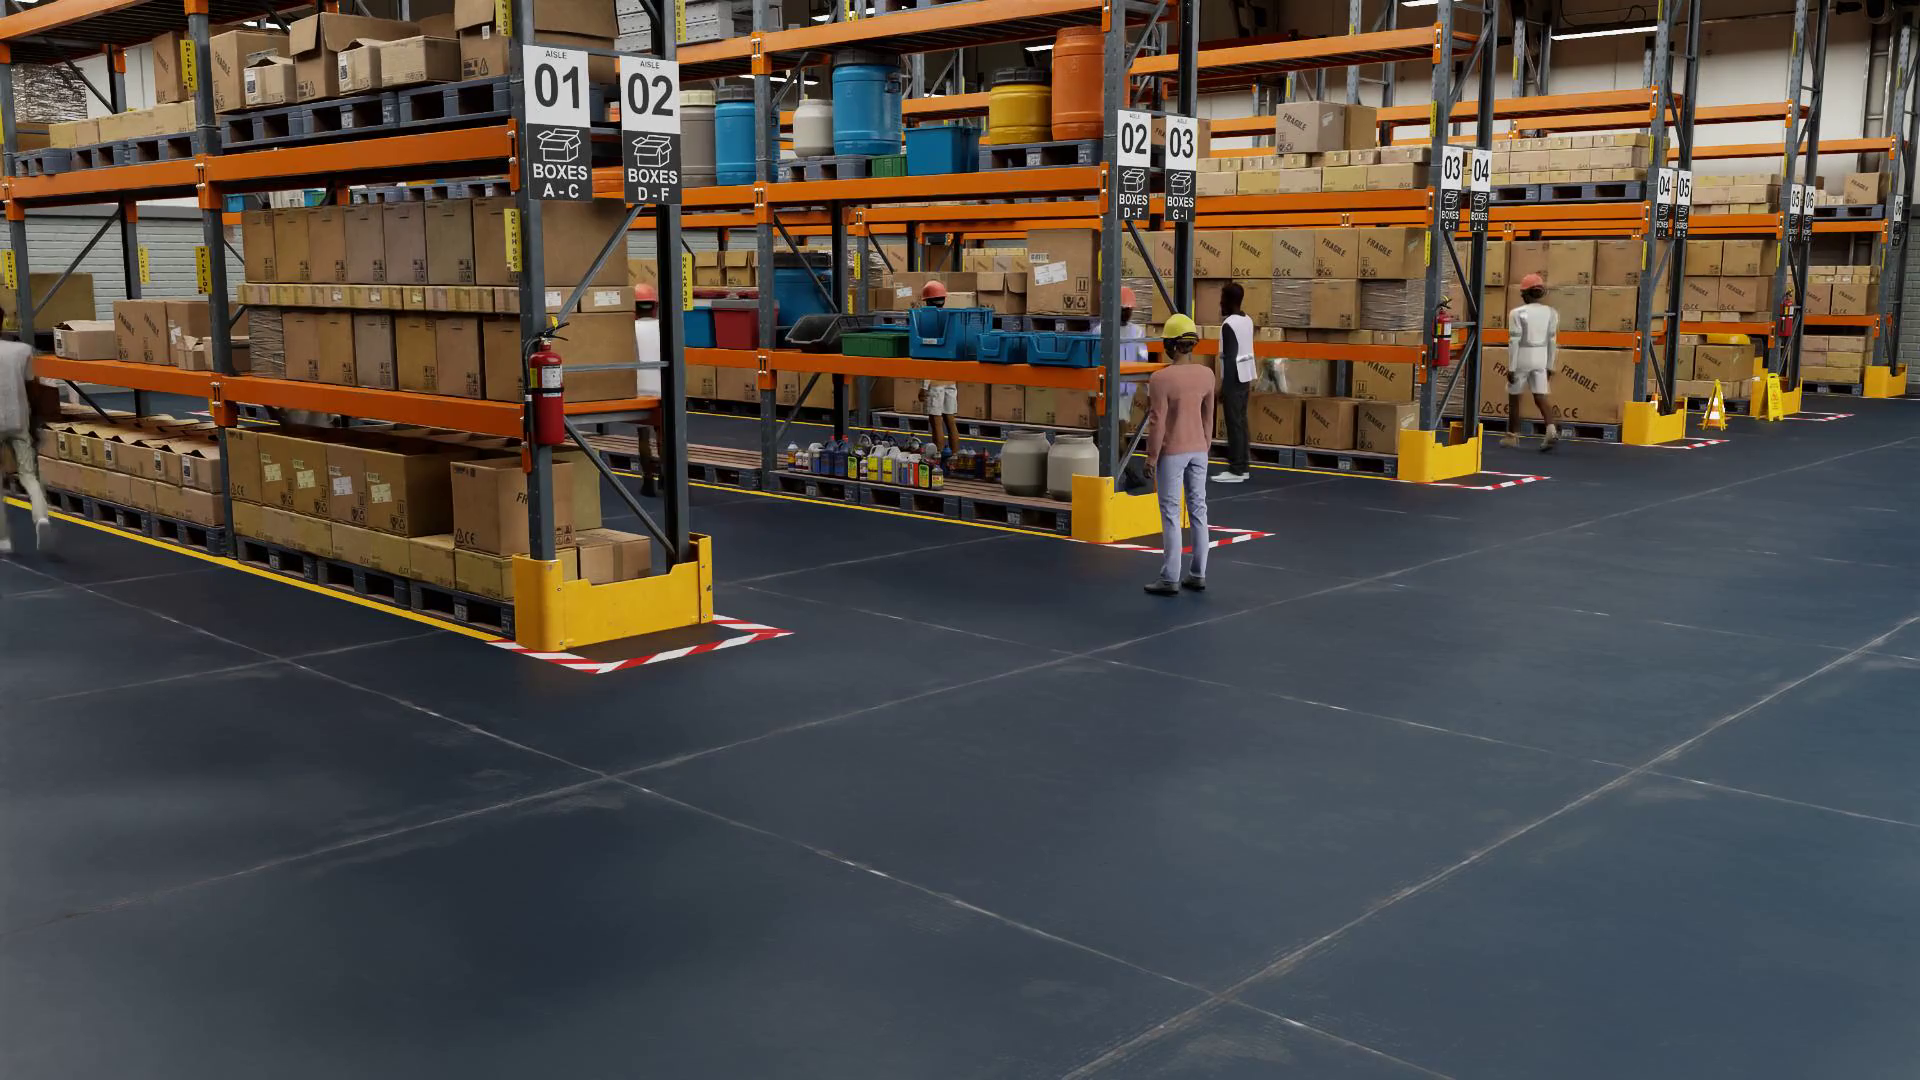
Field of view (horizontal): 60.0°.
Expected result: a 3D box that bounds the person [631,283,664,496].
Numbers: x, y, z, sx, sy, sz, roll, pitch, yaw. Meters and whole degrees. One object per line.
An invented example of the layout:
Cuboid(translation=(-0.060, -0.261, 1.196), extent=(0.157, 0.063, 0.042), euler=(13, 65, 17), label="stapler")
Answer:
Cuboid(translation=(-2.834, -1.367, 15.116), extent=(0.577, 1.923, 0.401), euler=(-4, 10, -23), label="person")

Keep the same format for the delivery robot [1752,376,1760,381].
Cuboid(translation=(11.858, -2.401, 25.489), extent=(0.707, 0.478, 0.477), euler=(5, 10, 27), label="delivery robot")

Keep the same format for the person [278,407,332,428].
Cuboid(translation=(-5.613, -1.299, 14.403), extent=(0.585, 2.030, 0.618), euler=(9, 13, 44), label="person")

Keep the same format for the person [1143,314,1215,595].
Cuboid(translation=(1.380, -0.540, 10.531), extent=(0.523, 1.769, 0.313), euler=(-6, 11, -34), label="person")

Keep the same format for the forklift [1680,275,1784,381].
Cuboid(translation=(12.480, -3.427, 27.053), extent=(1.214, 2.155, 2.313), euler=(9, 13, 43), label="forklift")

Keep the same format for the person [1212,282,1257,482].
Cuboid(translation=(2.674, -1.522, 16.092), extent=(0.373, 1.916, 0.596), euler=(5, 10, 26), label="person")

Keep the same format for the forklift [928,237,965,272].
Cuboid(translation=(-0.326, -5.817, 39.609), extent=(1.129, 2.768, 1.873), euler=(9, 13, 43), label="forklift")

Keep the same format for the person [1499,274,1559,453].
Cuboid(translation=(6.475, -1.998, 18.770), extent=(0.621, 2.007, 0.987), euler=(-2, 9, -13), label="person")

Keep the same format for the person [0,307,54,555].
Cuboid(translation=(-6.810, -0.798, 11.899), extent=(0.533, 1.846, 0.824), euler=(-9, 13, -44), label="person")

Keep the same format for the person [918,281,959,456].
Cuboid(translation=(-0.225, -1.549, 16.214), extent=(0.376, 1.933, 0.545), euler=(7, 12, 37), label="person")

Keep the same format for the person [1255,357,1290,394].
Cuboid(translation=(3.967, -2.156, 20.957), extent=(0.860, 1.596, 0.532), euler=(5, 10, 26), label="person")

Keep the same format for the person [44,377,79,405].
Cuboid(translation=(-12.279, -2.620, 22.588), extent=(0.622, 1.990, 0.388), euler=(-7, 12, -37), label="person")

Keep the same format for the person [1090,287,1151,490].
Cuboid(translation=(1.524, -1.443, 15.724), extent=(0.567, 1.883, 1.014), euler=(-4, 10, -24), label="person")
